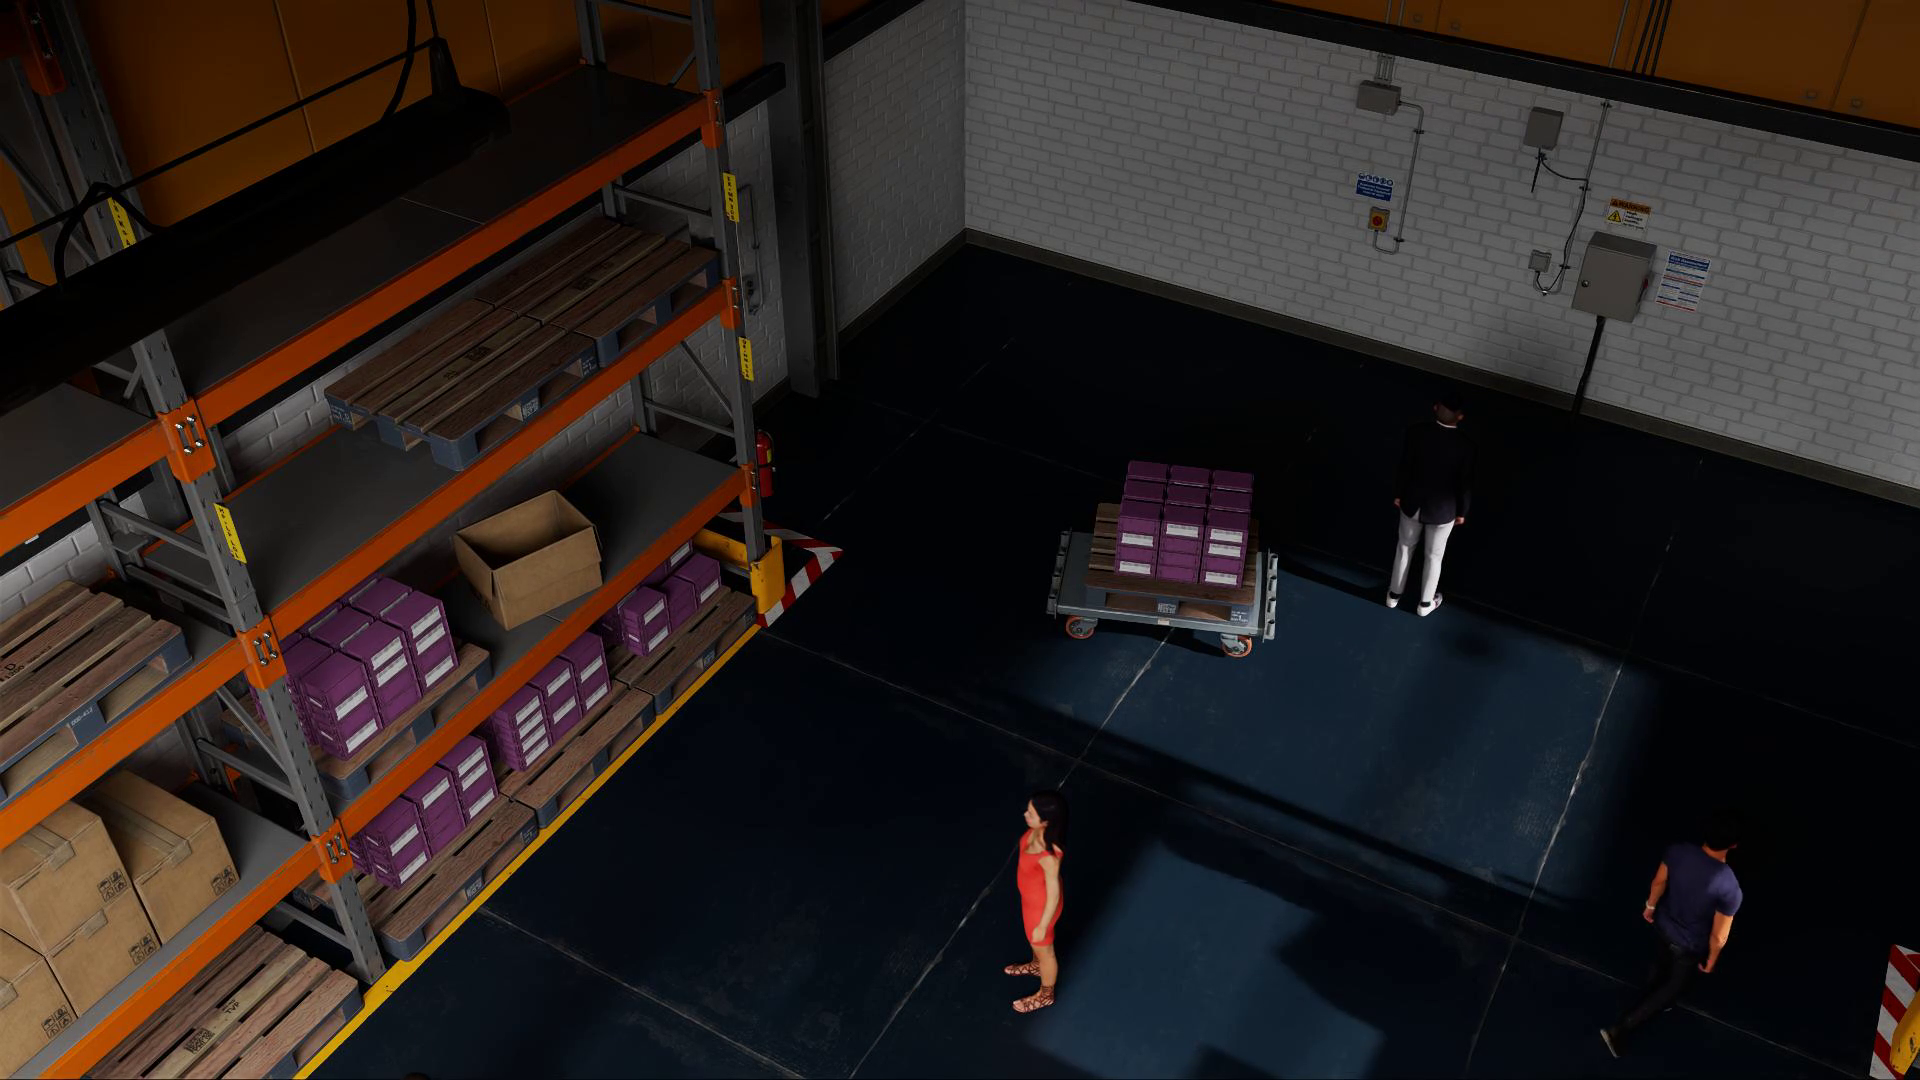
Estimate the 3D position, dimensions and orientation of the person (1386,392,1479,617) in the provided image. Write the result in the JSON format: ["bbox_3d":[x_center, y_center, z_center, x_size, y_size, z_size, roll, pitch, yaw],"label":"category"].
[{"bbox_3d":[3.408,-0.285,12.057,0.697,1.948,0.581,21,43,24],"label":"person"}]

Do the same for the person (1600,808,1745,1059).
[{"bbox_3d":[3.895,2.171,9.117,1.091,1.778,0.949,-19,42,-22],"label":"person"}]

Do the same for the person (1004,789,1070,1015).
[{"bbox_3d":[0.458,2.015,9.360,0.731,1.719,0.647,-4,39,-5],"label":"person"}]
